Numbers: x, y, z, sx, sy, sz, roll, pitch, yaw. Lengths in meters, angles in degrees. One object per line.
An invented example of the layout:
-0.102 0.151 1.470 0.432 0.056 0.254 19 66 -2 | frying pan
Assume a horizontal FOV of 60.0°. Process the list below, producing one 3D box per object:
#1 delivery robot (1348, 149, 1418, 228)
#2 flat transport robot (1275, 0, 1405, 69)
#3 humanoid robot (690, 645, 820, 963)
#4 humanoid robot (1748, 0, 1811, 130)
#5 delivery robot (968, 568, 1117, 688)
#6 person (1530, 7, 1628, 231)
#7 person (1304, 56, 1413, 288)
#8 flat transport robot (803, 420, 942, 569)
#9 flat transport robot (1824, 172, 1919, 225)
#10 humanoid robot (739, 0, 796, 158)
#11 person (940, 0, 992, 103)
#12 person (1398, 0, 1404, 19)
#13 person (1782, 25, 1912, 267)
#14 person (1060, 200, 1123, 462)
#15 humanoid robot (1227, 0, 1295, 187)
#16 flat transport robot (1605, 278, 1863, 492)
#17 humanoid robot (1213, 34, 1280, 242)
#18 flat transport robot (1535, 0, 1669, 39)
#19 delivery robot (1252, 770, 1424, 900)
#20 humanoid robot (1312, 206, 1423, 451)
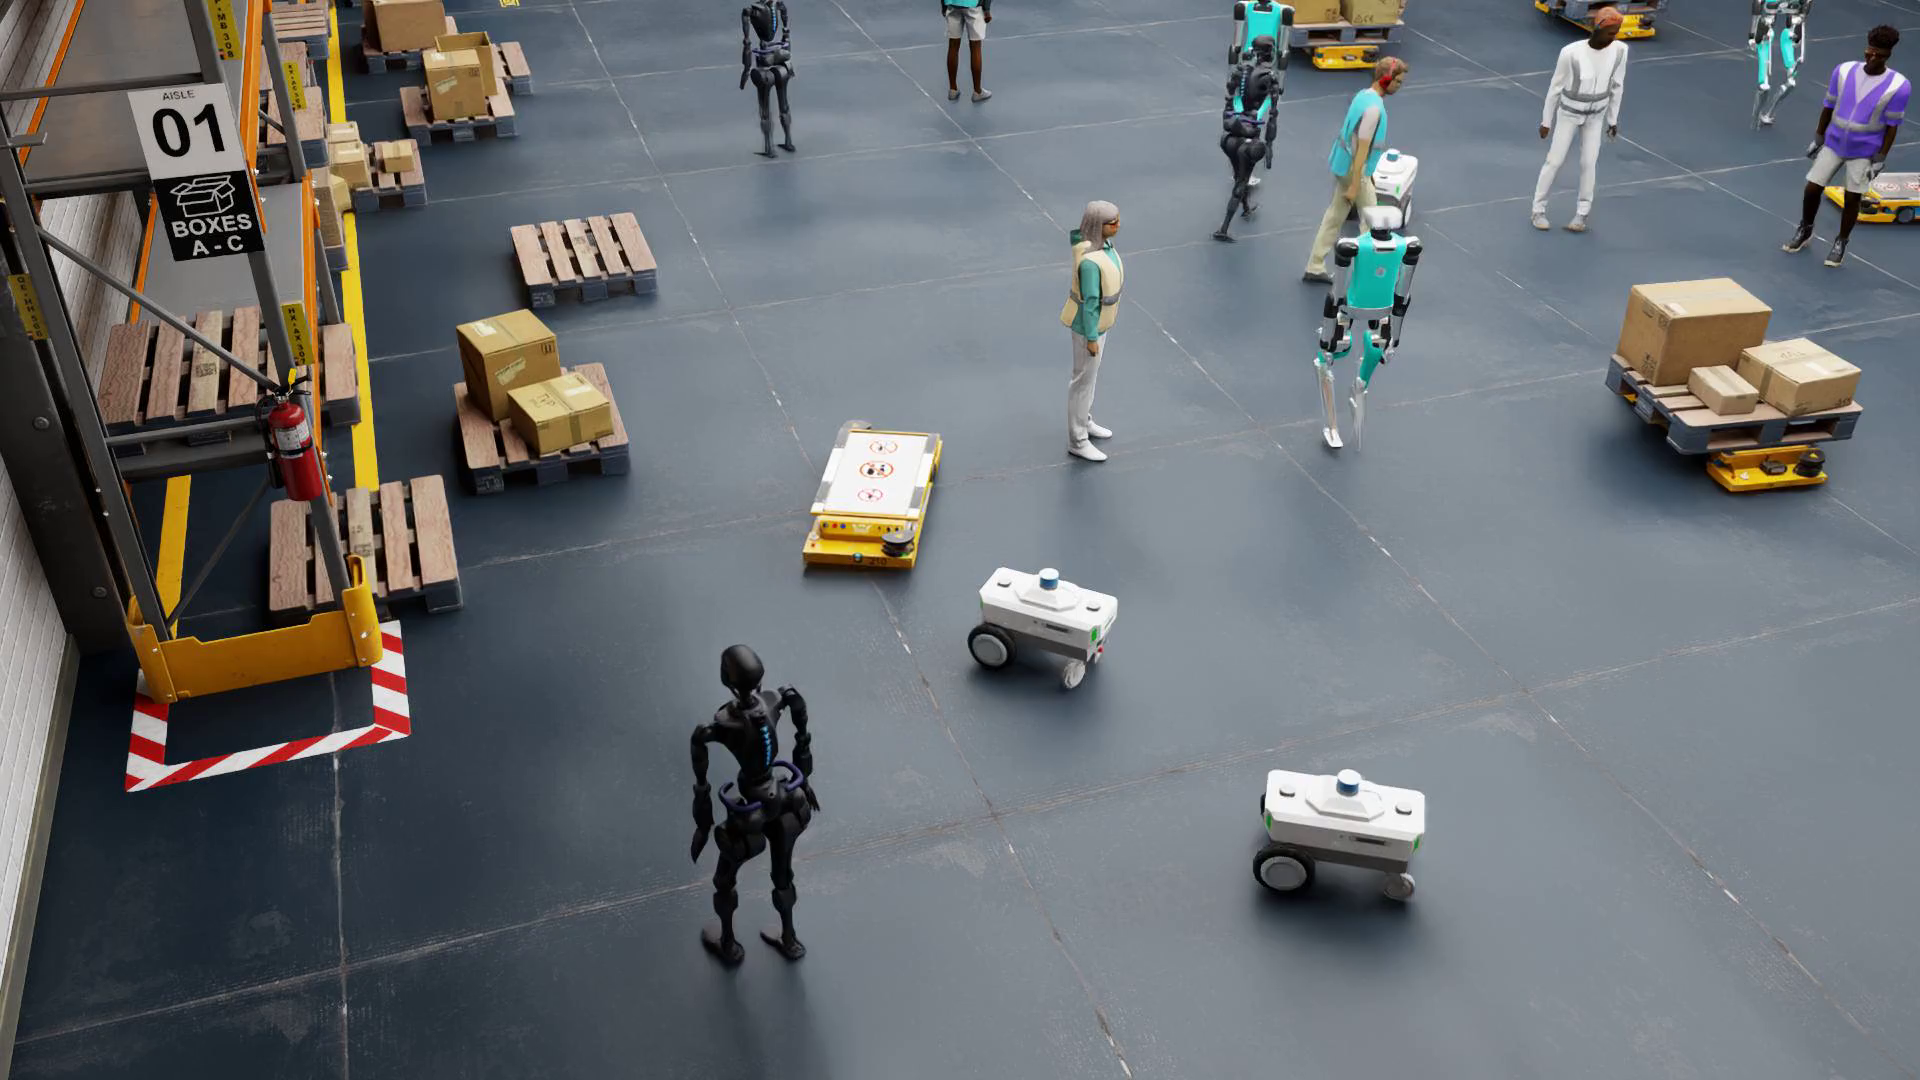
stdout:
3.675 -3.052 14.268 0.499 0.583 0.767 15 36 21 | delivery robot
4.076 -5.462 18.235 0.659 0.231 1.431 -3 33 -5 | flat transport robot
-0.860 1.085 6.905 0.589 1.646 0.416 -23 40 -31 | humanoid robot
7.818 -4.727 15.859 0.549 1.877 0.790 2 33 3 | humanoid robot
0.457 0.417 8.937 0.735 0.573 0.511 15 36 21 | delivery robot
5.122 -3.469 13.724 0.630 1.871 0.452 -2 33 -3 | person
3.149 -2.787 12.744 0.909 1.783 0.640 2 33 3 | person
-0.519 -0.301 10.320 0.659 0.231 1.431 4 33 5 | flat transport robot
8.352 -2.963 14.403 1.431 0.231 0.659 -1 33 -2 | flat transport robot
-1.758 -4.363 15.254 0.312 1.658 0.601 27 42 35 | humanoid robot
0.046 -5.322 16.492 0.551 1.939 0.434 13 35 19 | person
4.886 -6.540 18.612 0.509 1.651 0.422 22 39 30 | person
7.010 -3.097 13.090 0.476 1.939 0.632 -25 41 -33 | person
0.830 -1.346 10.603 0.371 1.709 0.464 8 34 12 | person
2.537 -3.900 14.499 0.531 1.788 0.712 12 35 18 | humanoid robot
5.042 -0.772 11.042 0.659 0.231 1.431 -6 34 -8 | flat transport robot
2.351 -3.342 13.747 0.678 1.636 0.599 -22 39 -30 | humanoid robot
7.304 -6.063 19.157 0.659 0.231 1.431 -8 34 -13 | flat transport robot
1.721 1.311 7.600 0.814 0.610 0.499 7 34 11 | delivery robot
2.491 -1.322 10.617 0.542 1.861 0.736 -4 33 -6 | humanoid robot
